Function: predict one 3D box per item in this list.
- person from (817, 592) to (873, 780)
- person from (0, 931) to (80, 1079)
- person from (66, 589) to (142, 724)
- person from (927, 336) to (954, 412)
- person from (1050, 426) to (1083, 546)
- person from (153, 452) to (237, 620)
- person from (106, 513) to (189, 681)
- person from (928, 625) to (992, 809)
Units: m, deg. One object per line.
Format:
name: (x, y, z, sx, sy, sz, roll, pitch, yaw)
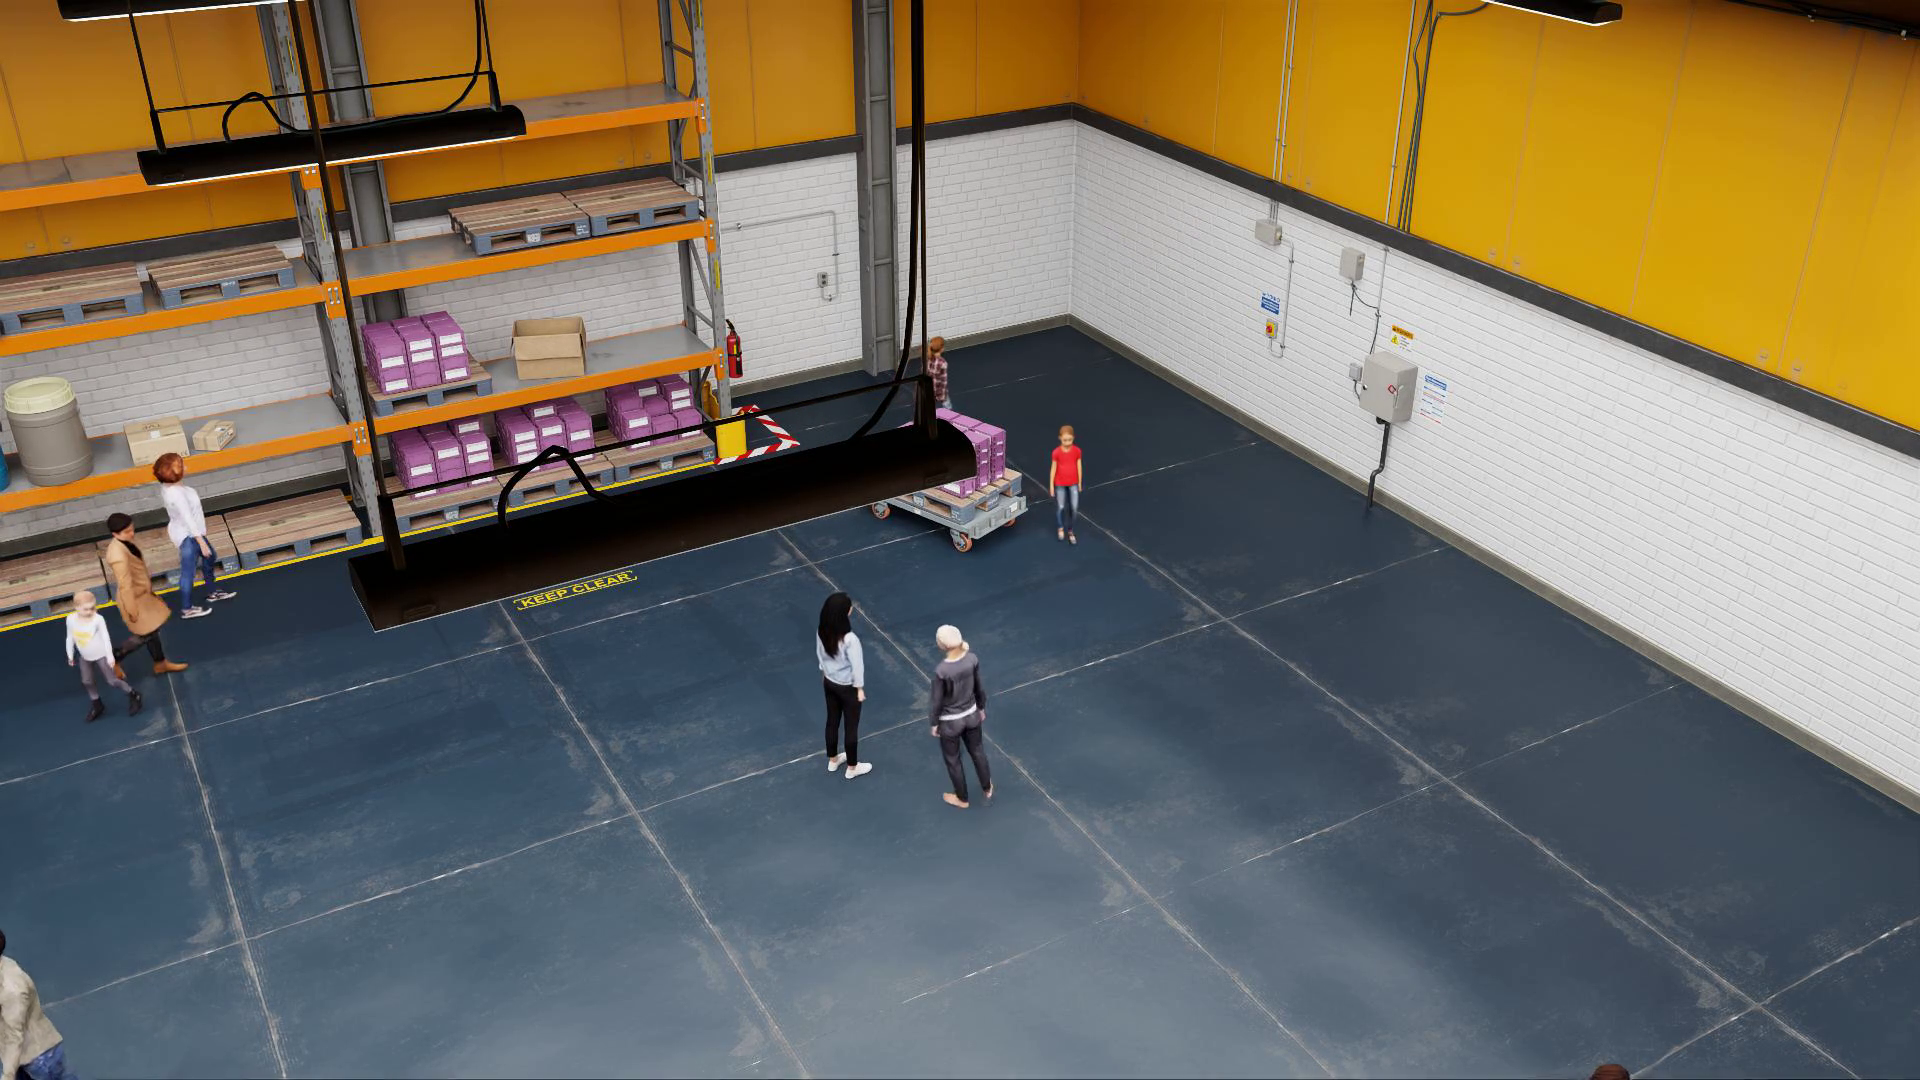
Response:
person: (-0.961, 1.175, 13.550, 0.669, 1.711, 0.667, 20, 35, 33)
person: (-5.502, 3.029, 10.034, 0.980, 1.824, 1.227, 21, 35, 33)
person: (-7.442, 0.983, 14.374, 0.681, 1.260, 0.756, 8, 30, 15)
person: (-0.313, -1.731, 19.317, 0.654, 1.292, 0.746, 20, 34, 32)
person: (1.086, -0.614, 17.265, 0.603, 1.296, 0.662, -2, 29, -3)
person: (-7.437, -0.027, 15.773, 0.737, 1.693, 0.656, -15, 32, -26)
person: (-7.409, 0.521, 14.757, 0.964, 1.704, 0.789, -11, 30, -19)
person: (0.015, 1.388, 13.167, 0.467, 1.705, 0.797, -11, 30, -18)
